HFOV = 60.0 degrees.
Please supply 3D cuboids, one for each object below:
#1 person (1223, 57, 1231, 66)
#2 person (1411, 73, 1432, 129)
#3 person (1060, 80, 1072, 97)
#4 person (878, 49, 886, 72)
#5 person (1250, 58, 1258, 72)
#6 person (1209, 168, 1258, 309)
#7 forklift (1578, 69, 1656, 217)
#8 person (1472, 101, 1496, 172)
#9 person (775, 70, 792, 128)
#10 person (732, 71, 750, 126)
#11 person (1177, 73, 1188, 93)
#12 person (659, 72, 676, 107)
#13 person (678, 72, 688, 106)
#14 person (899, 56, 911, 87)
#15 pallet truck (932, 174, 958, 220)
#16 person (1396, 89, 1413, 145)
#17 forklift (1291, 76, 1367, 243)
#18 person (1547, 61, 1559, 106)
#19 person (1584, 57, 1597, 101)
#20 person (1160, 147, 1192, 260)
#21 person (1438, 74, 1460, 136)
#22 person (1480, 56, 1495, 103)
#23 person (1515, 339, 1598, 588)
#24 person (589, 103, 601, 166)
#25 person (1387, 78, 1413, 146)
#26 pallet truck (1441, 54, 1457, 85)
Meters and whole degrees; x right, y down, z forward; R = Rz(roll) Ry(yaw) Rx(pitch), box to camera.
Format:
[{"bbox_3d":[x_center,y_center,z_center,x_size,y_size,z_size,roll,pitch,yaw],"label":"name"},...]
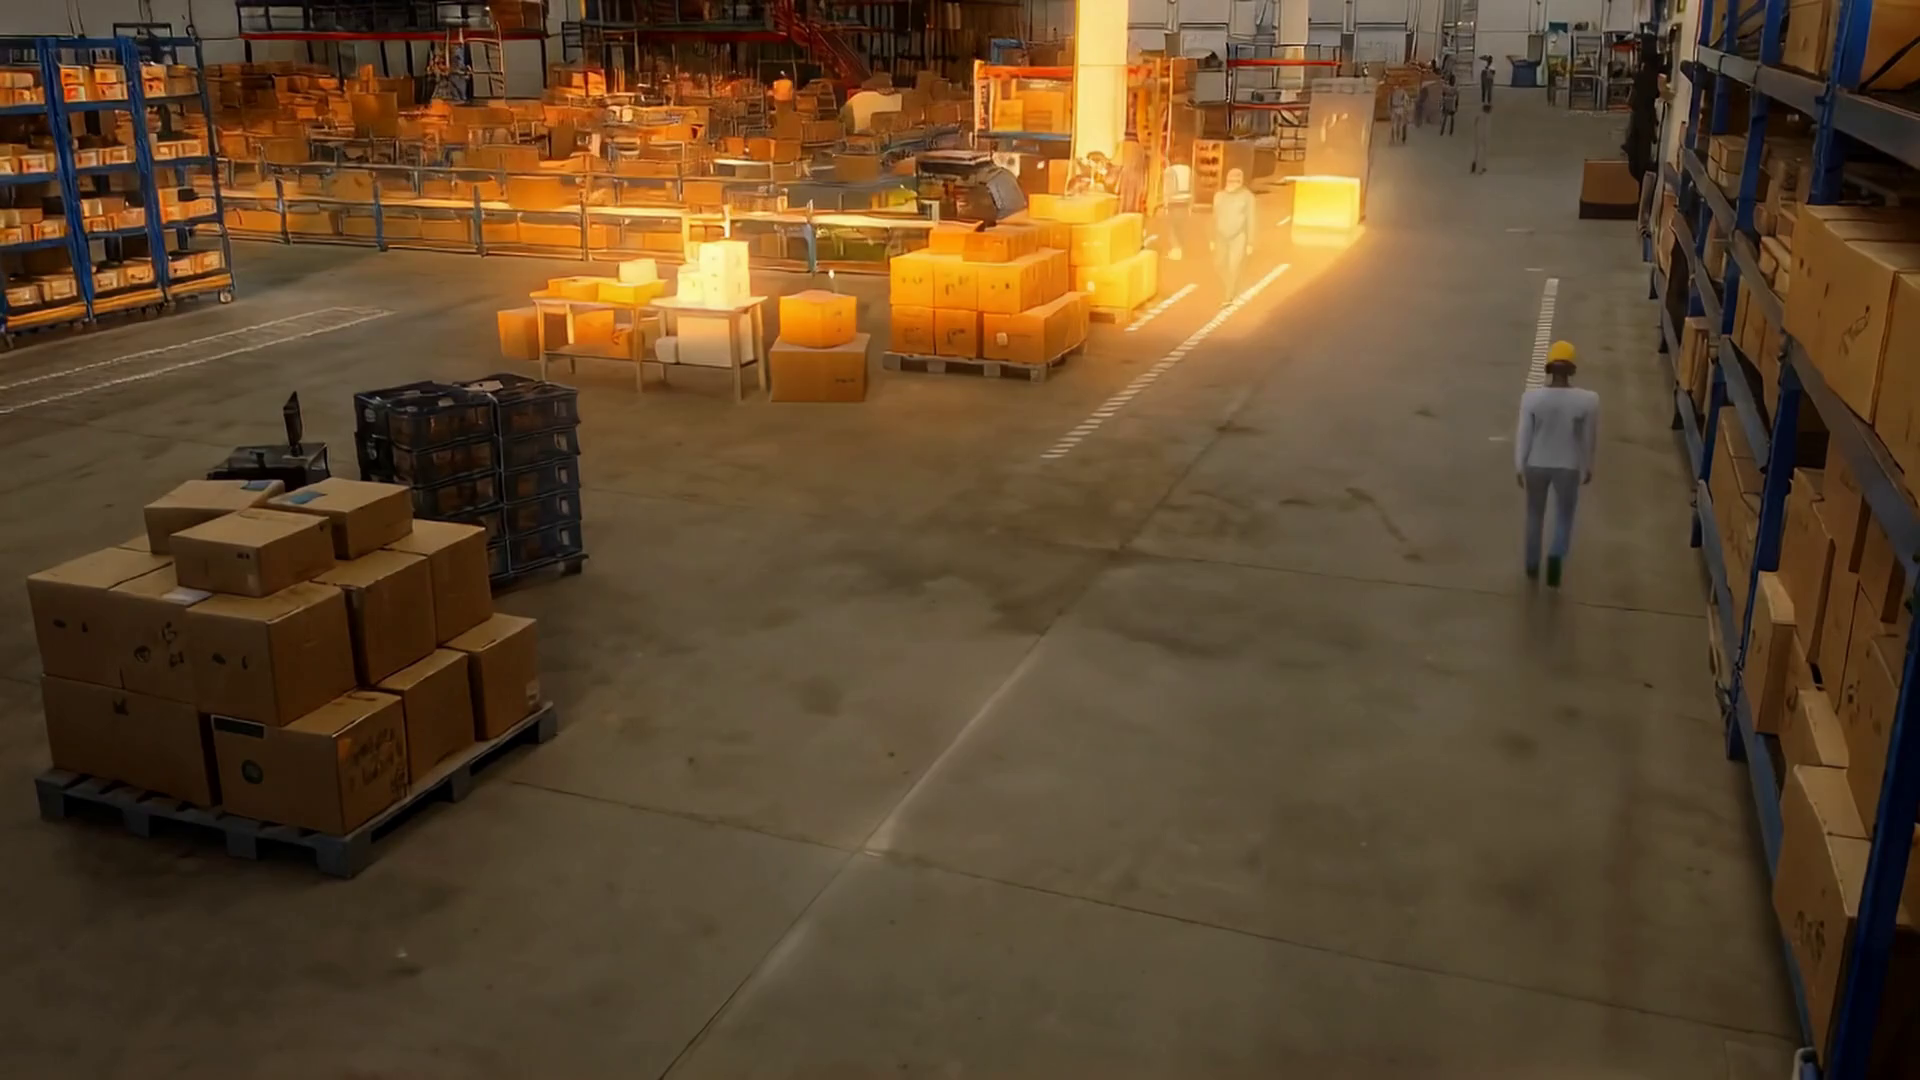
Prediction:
[{"bbox_3d":[12.942,-22.478,80.489,1.016,1.830,0.594,-15,23,-38],"label":"person"},{"bbox_3d":[15.871,-15.053,57.043,0.566,1.902,0.595,-3,18,-10],"label":"person"},{"bbox_3d":[4.177,-17.502,64.710,0.603,1.914,0.589,15,23,39],"label":"person"},{"bbox_3d":[-4.480,-27.340,95.741,0.514,1.845,0.338,-12,21,-32],"label":"person"},{"bbox_3d":[13.589,-21.225,76.487,0.523,1.867,0.615,-6,18,-17],"label":"person"},{"bbox_3d":[3.735,-4.137,22.746,0.666,1.890,0.594,13,22,35],"label":"person"},{"bbox_3d":[13.219,-7.740,32.475,1.873,2.768,1.129,6,19,18],"label":"forklift"},{"bbox_3d":[13.215,-10.170,41.925,0.543,1.751,0.536,11,21,31],"label":"person"},{"bbox_3d":[-6.174,-15.337,57.805,0.645,1.977,0.587,-12,21,-34],"label":"person"},{"bbox_3d":[-7.752,-15.647,58.930,0.957,1.891,0.568,9,20,27],"label":"person"},{"bbox_3d":[7.524,-15.053,57.092,0.875,1.876,0.635,6,19,17],"label":"person"},{"bbox_3d":[-10.430,-15.751,59.347,0.600,1.829,0.404,-9,20,-26],"label":"person"},{"bbox_3d":[-10.421,-16.679,62.430,0.391,1.728,0.513,6,19,19],"label":"person"},{"bbox_3d":[-2.548,-21.653,77.772,0.627,1.904,0.452,5,18,14],"label":"person"},{"bbox_3d":[-0.507,-5.292,27.348,0.653,1.274,1.630,6,19,19],"label":"pallet truck"},{"bbox_3d":[13.518,-12.895,50.666,0.543,1.654,0.862,-4,18,-12],"label":"person"},{"bbox_3d":[6.598,-6.755,29.381,1.129,2.768,1.873,6,19,19],"label":"forklift"},{"bbox_3d":[25.379,-19.521,71.125,0.326,1.876,0.520,-13,22,-36],"label":"person"},{"bbox_3d":[28.466,-20.806,75.071,0.364,1.930,0.588,-9,20,-26],"label":"person"},{"bbox_3d":[3.514,-5.471,27.088,0.611,1.807,0.430,-11,21,-32],"label":"person"},{"bbox_3d":[15.916,-14.159,54.140,0.603,1.958,0.380,8,19,24],"label":"person"},{"bbox_3d":[23.168,-20.180,72.925,0.536,2.000,0.675,-13,22,-35],"label":"person"},{"bbox_3d":[4.143,-0.522,11.628,0.535,1.746,0.643,7,19,21],"label":"person"},{"bbox_3d":[-9.532,-10.673,43.745,0.510,1.613,0.608,15,23,39],"label":"person"},{"bbox_3d":[13.250,-12.894,50.123,0.647,1.998,0.964,10,20,28],"label":"person"},{"bbox_3d":[22.765,-21.886,78.355,0.823,1.965,1.885,-4,18,-14],"label":"pallet truck"}]
